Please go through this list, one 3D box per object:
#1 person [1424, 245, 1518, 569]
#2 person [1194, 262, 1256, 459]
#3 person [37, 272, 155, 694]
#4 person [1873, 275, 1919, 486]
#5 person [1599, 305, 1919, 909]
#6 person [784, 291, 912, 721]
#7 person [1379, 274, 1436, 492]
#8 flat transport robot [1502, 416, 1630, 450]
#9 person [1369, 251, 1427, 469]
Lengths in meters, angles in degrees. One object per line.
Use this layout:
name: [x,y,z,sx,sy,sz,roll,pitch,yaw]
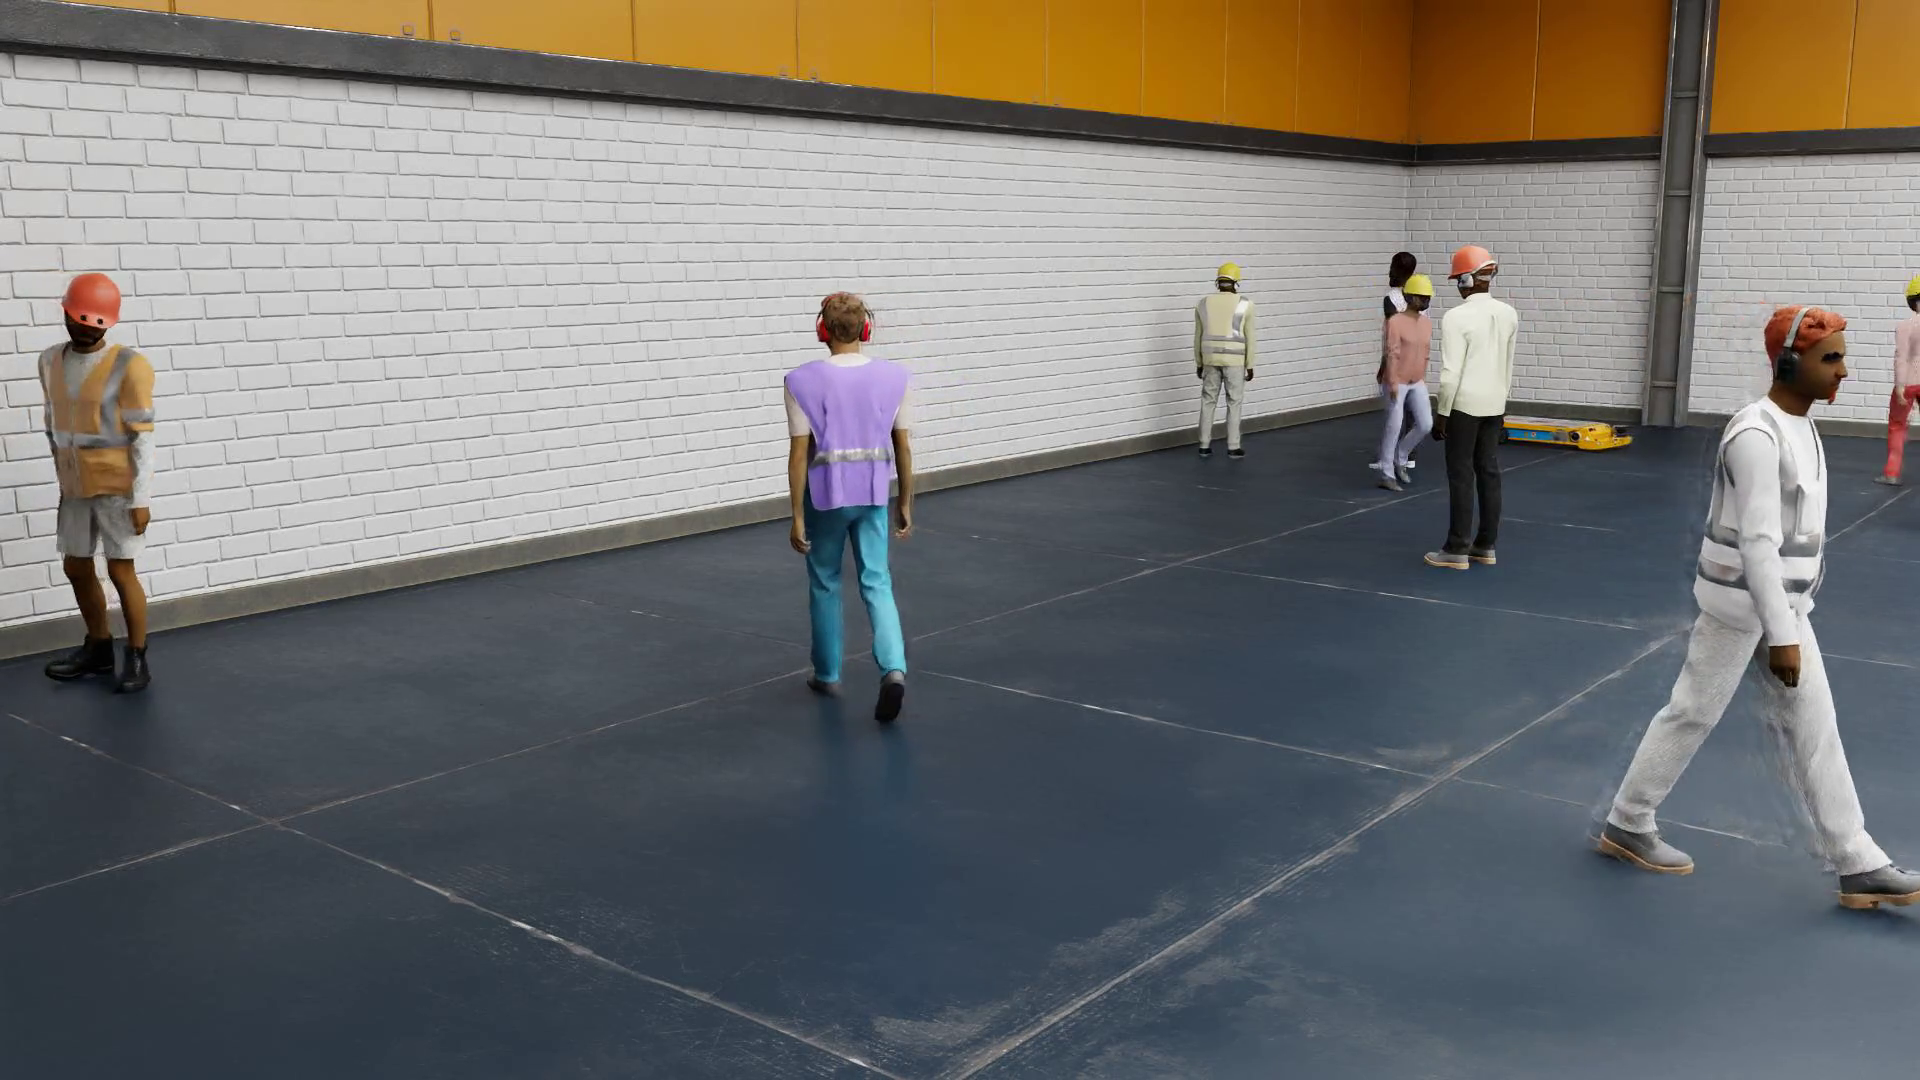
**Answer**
person: [3.157,-0.814,10.287,0.608,1.989,0.387,-7,12,-32]
person: [2.472,-1.670,15.503,0.595,1.820,0.404,5,12,28]
person: [-3.836,-0.240,7.391,0.654,1.887,0.500,2,11,13]
person: [7.816,-1.267,13.484,0.527,1.742,0.725,-1,10,-7]
person: [2.472,0.210,5.068,1.017,1.830,0.588,10,14,44]
person: [-0.458,-0.152,7.114,0.577,1.815,0.880,-4,11,-21]
person: [3.601,-1.253,13.389,0.519,1.755,0.413,-5,12,-27]
flat transport robot: [5.817,-1.078,16.511,0.652,0.197,1.431,-10,14,-43]
person: [3.896,-1.573,14.677,0.392,1.922,0.592,9,14,42]
